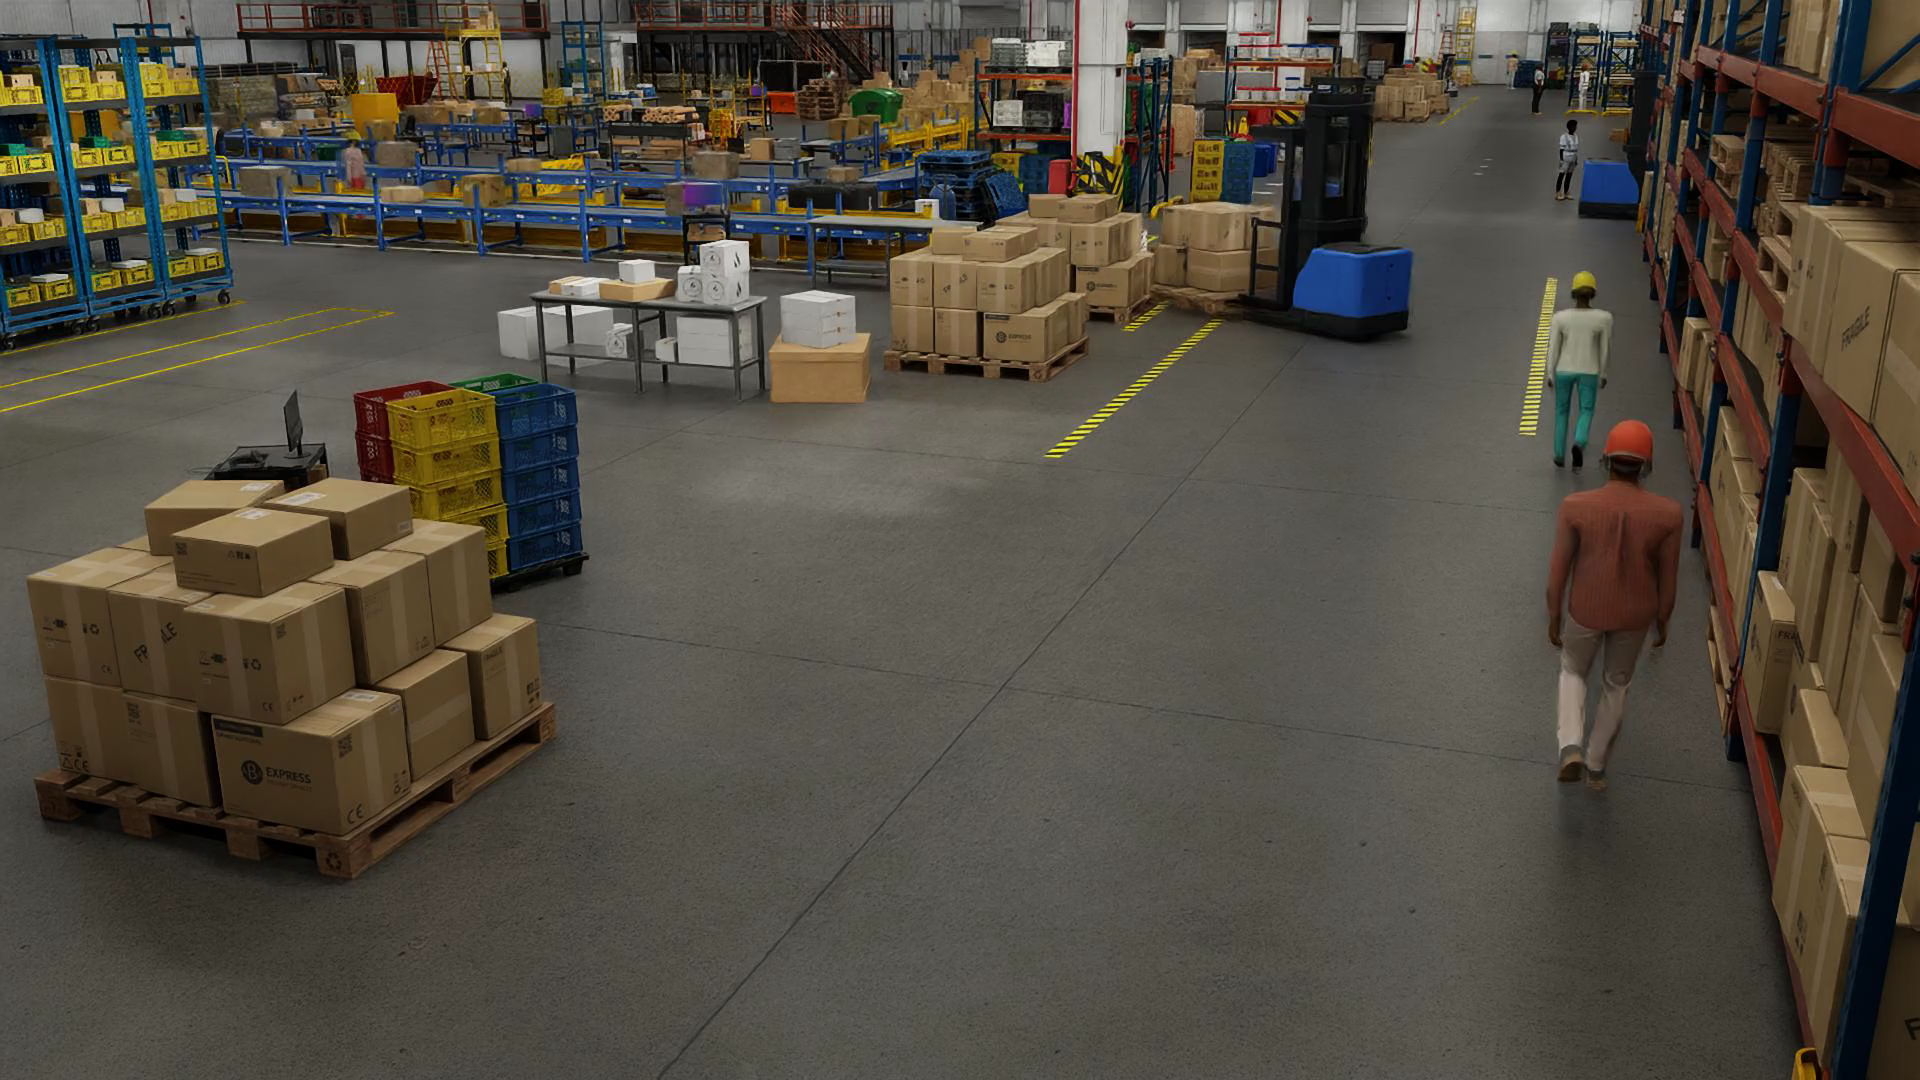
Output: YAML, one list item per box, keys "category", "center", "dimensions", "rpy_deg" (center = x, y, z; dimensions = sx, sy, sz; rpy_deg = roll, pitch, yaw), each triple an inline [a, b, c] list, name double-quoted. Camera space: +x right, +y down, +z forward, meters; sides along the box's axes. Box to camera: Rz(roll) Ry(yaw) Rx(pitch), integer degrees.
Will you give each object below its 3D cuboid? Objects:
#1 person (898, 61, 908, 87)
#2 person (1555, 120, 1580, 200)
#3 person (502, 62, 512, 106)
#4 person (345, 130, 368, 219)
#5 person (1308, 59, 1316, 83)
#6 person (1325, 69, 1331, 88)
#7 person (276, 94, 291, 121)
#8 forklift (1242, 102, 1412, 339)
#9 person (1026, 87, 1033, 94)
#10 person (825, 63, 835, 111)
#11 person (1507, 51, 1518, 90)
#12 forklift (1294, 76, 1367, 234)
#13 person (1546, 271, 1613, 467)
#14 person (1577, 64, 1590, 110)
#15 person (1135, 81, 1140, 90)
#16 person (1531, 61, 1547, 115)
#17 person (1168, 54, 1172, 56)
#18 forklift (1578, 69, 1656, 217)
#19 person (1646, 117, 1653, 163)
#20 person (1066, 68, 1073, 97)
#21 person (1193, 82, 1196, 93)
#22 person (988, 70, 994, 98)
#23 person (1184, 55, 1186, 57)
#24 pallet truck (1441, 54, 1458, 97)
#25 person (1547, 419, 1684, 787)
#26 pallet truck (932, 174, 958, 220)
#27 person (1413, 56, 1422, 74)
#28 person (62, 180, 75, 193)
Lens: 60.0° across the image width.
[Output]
- category: "person"
  center: [-2.277, -18.479, 67.714]
  dimensions: [0.378, 1.959, 0.604]
  rpy_deg: [10, 20, 29]
- category: "person"
  center: [13.051, -8.151, 35.689]
  dimensions: [0.538, 1.696, 0.317]
  rpy_deg: [-9, 20, -26]
- category: "person"
  center: [-19.427, -19.528, 71.192]
  dimensions: [0.333, 1.844, 0.514]
  rpy_deg: [10, 20, 28]
- category: "person"
  center: [-11.467, -6.887, 31.609]
  dimensions: [0.406, 1.751, 0.545]
  rpy_deg: [3, 18, 10]
- category: "person"
  center: [19.729, -26.634, 93.279]
  dimensions: [0.396, 1.992, 0.623]
  rpy_deg: [6, 19, 18]
- category: "person"
  center: [13.772, -16.665, 62.229]
  dimensions: [0.588, 1.887, 0.566]
  rpy_deg: [-7, 19, -22]
- category: "person"
  center: [-20.887, -13.246, 51.186]
  dimensions: [0.842, 2.019, 0.618]
  rpy_deg: [-12, 21, -33]
- category: "forklift"
  center: [4.698, -4.073, 20.952]
  dimensions: [1.129, 2.768, 1.873]
  rpy_deg: [-13, 22, -35]
- category: "person"
  center: [2.008, -12.332, 48.652]
  dimensions: [0.613, 1.792, 0.903]
  rpy_deg: [9, 20, 26]
- category: "person"
  center: [-5.218, -18.161, 66.785]
  dimensions: [0.377, 1.914, 0.596]
  rpy_deg: [-15, 23, -39]
- category: "person"
  center: [28.586, -24.309, 86.089]
  dimensions: [0.384, 1.923, 0.590]
  rpy_deg: [-12, 21, -33]
- category: "forklift"
  center: [6.598, -6.755, 29.381]
  dimensions: [1.129, 2.768, 1.873]
  rpy_deg: [6, 19, 19]
- category: "person"
  center: [5.411, -1.474, 14.603]
  dimensions: [0.537, 1.753, 0.530]
  rpy_deg: [6, 19, 19]
- category: "person"
  center: [24.793, -17.958, 66.198]
  dimensions: [0.583, 1.882, 0.337]
  rpy_deg: [-14, 23, -38]
- category: "person"
  center: [8.119, -21.277, 76.674]
  dimensions: [0.673, 1.856, 0.526]
  rpy_deg: [-4, 18, -13]
- category: "person"
  center: [22.682, -17.686, 65.090]
  dimensions: [0.538, 2.000, 0.684]
  rpy_deg: [1, 18, 3]
- category: "person"
  center: [10.765, -23.996, 85.323]
  dimensions: [0.661, 1.786, 0.980]
  rpy_deg: [5, 18, 14]
- category: "forklift"
  center: [13.219, -7.740, 32.475]
  dimensions: [1.873, 2.768, 1.129]
  rpy_deg: [6, 19, 18]
- category: "person"
  center: [13.976, -7.707, 33.997]
  dimensions: [0.973, 1.882, 0.552]
  rpy_deg: [4, 18, 12]
- category: "person"
  center: [4.011, -16.217, 60.669]
  dimensions: [0.722, 1.922, 0.555]
  rpy_deg: [12, 21, 33]
- category: "person"
  center: [8.162, -14.932, 57.172]
  dimensions: [0.862, 1.575, 0.511]
  rpy_deg: [7, 19, 20]
- category: "person"
  center: [1.227, -17.313, 64.363]
  dimensions: [0.311, 1.768, 0.532]
  rpy_deg: [-2, 18, -7]
- category: "person"
  center: [11.203, -23.003, 81.960]
  dimensions: [0.368, 1.939, 0.542]
  rpy_deg: [-3, 18, -8]
- category: "pallet truck"
  center: [22.765, -21.886, 78.355]
  dimensions: [0.823, 1.965, 1.885]
  rpy_deg: [-4, 18, -14]
- category: "person"
  center: [3.309, 0.368, 8.462]
  dimensions: [0.620, 1.978, 0.532]
  rpy_deg: [6, 19, 19]
- category: "pallet truck"
  center: [-0.507, -5.292, 27.348]
  dimensions: [0.653, 1.274, 1.630]
  rpy_deg: [6, 19, 19]
- category: "person"
  center: [22.056, -22.440, 80.371]
  dimensions: [0.434, 1.826, 0.650]
  rpy_deg: [8, 19, 25]
- category: "person"
  center: [-14.905, -5.629, 27.406]
  dimensions: [0.601, 1.920, 0.842]
  rpy_deg: [-14, 23, -38]
